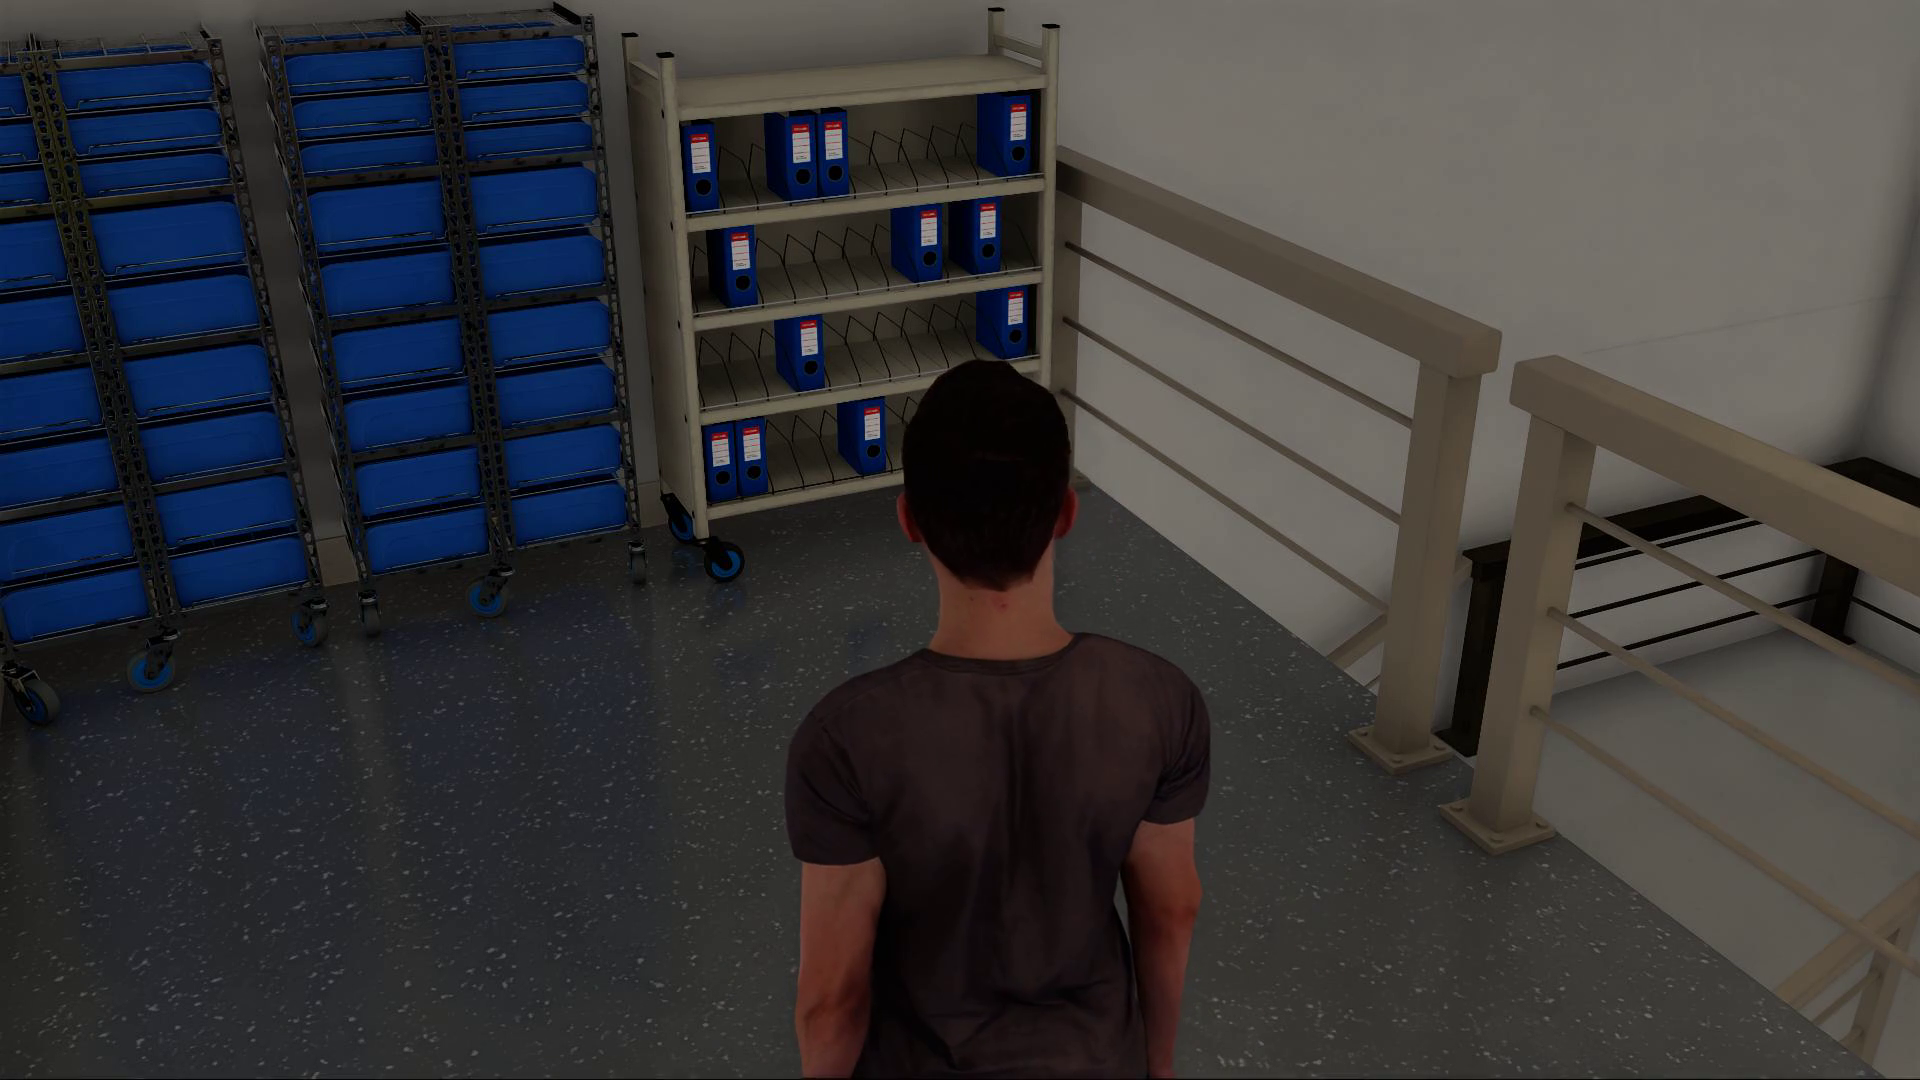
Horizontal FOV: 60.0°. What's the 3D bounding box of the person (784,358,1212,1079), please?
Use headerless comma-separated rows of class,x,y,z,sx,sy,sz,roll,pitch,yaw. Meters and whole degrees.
person,0.044,0.684,2.003,0.520,1.852,0.744,-8,27,-15
